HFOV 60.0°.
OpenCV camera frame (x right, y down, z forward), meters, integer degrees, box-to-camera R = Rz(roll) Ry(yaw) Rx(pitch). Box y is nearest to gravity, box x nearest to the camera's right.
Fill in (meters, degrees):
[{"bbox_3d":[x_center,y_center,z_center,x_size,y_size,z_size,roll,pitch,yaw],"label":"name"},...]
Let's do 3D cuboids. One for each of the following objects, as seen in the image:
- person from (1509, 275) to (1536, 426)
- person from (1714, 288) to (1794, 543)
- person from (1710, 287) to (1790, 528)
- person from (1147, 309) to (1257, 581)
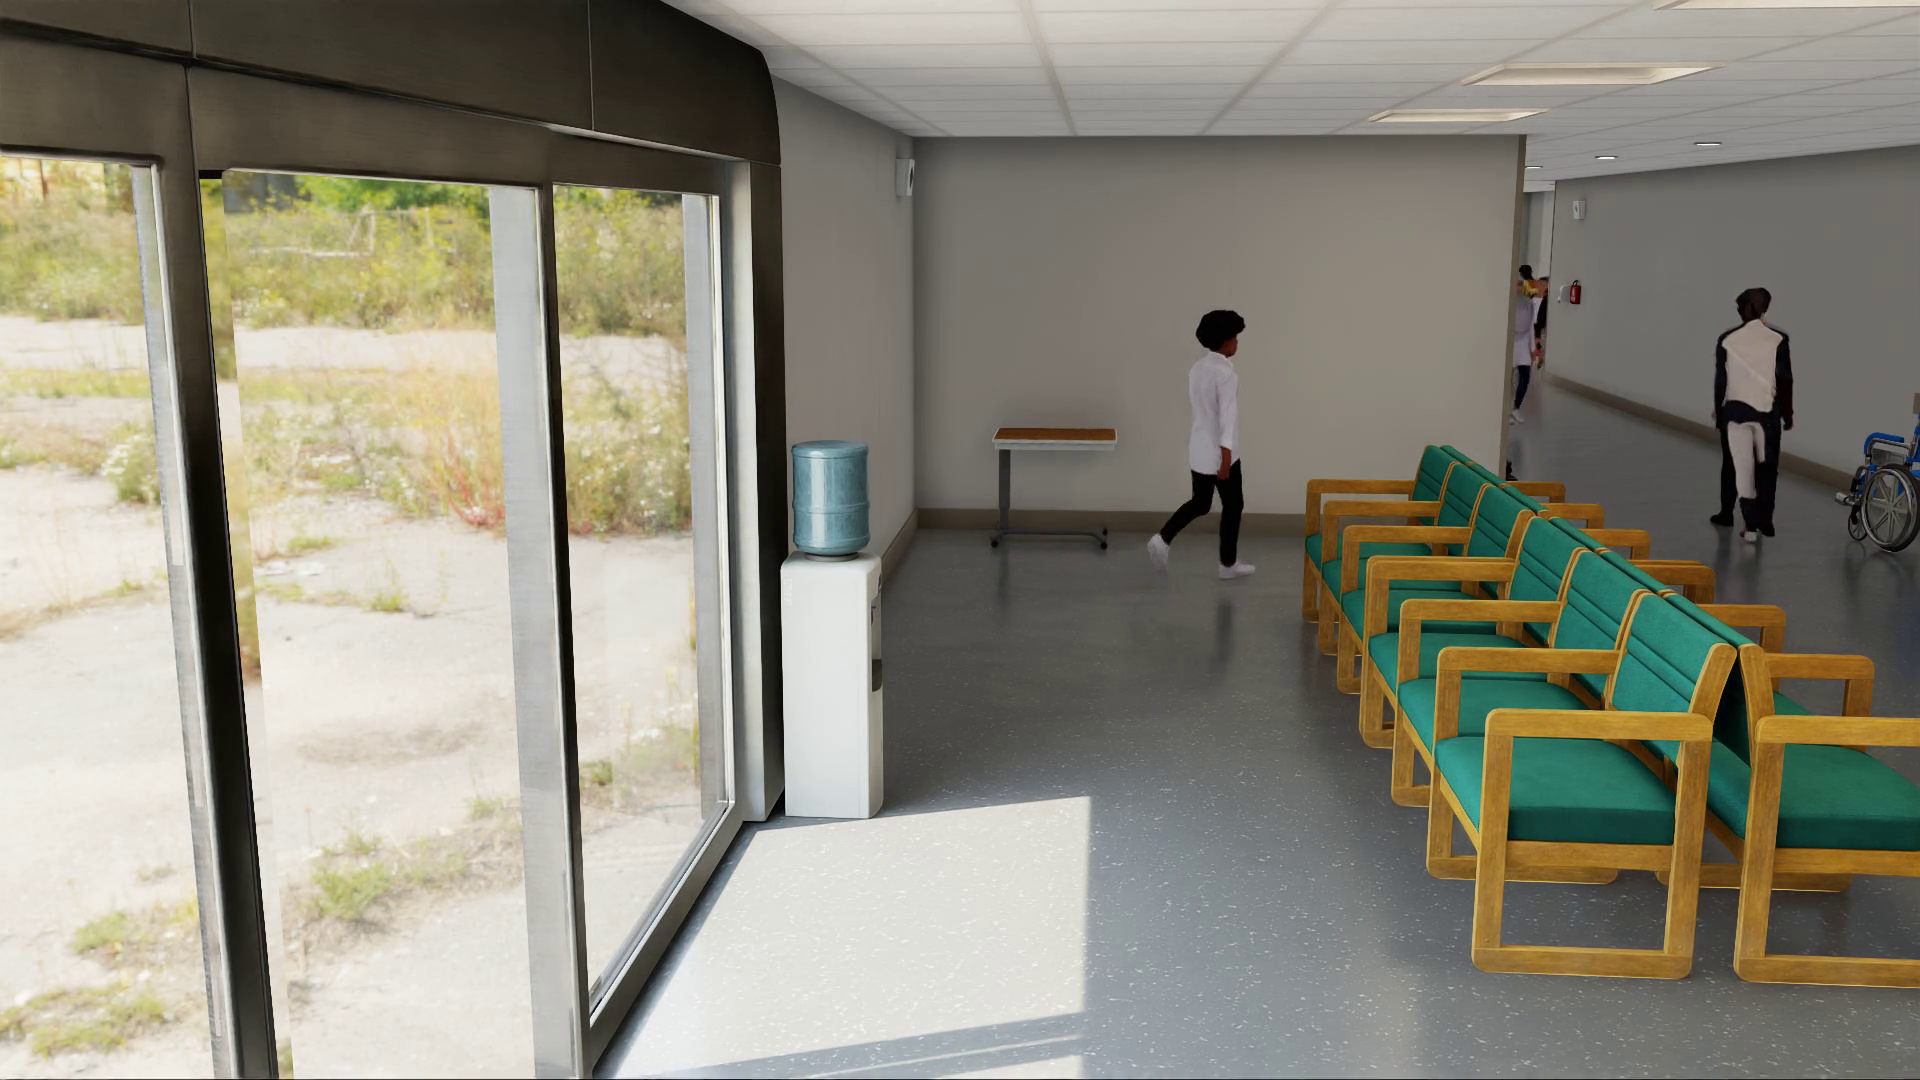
[{"bbox_3d":[6.517,-2.237,19.616,0.521,1.764,0.703,1,11,3],"label":"person"},{"bbox_3d":[5.841,-0.903,12.311,0.855,1.867,0.926,7,13,31],"label":"person"},{"bbox_3d":[6.179,-1.041,13.050,0.492,1.863,0.749,2,11,10],"label":"person"},{"bbox_3d":[1.592,-0.591,10.882,1.134,1.786,0.967,-5,12,-25],"label":"person"}]
